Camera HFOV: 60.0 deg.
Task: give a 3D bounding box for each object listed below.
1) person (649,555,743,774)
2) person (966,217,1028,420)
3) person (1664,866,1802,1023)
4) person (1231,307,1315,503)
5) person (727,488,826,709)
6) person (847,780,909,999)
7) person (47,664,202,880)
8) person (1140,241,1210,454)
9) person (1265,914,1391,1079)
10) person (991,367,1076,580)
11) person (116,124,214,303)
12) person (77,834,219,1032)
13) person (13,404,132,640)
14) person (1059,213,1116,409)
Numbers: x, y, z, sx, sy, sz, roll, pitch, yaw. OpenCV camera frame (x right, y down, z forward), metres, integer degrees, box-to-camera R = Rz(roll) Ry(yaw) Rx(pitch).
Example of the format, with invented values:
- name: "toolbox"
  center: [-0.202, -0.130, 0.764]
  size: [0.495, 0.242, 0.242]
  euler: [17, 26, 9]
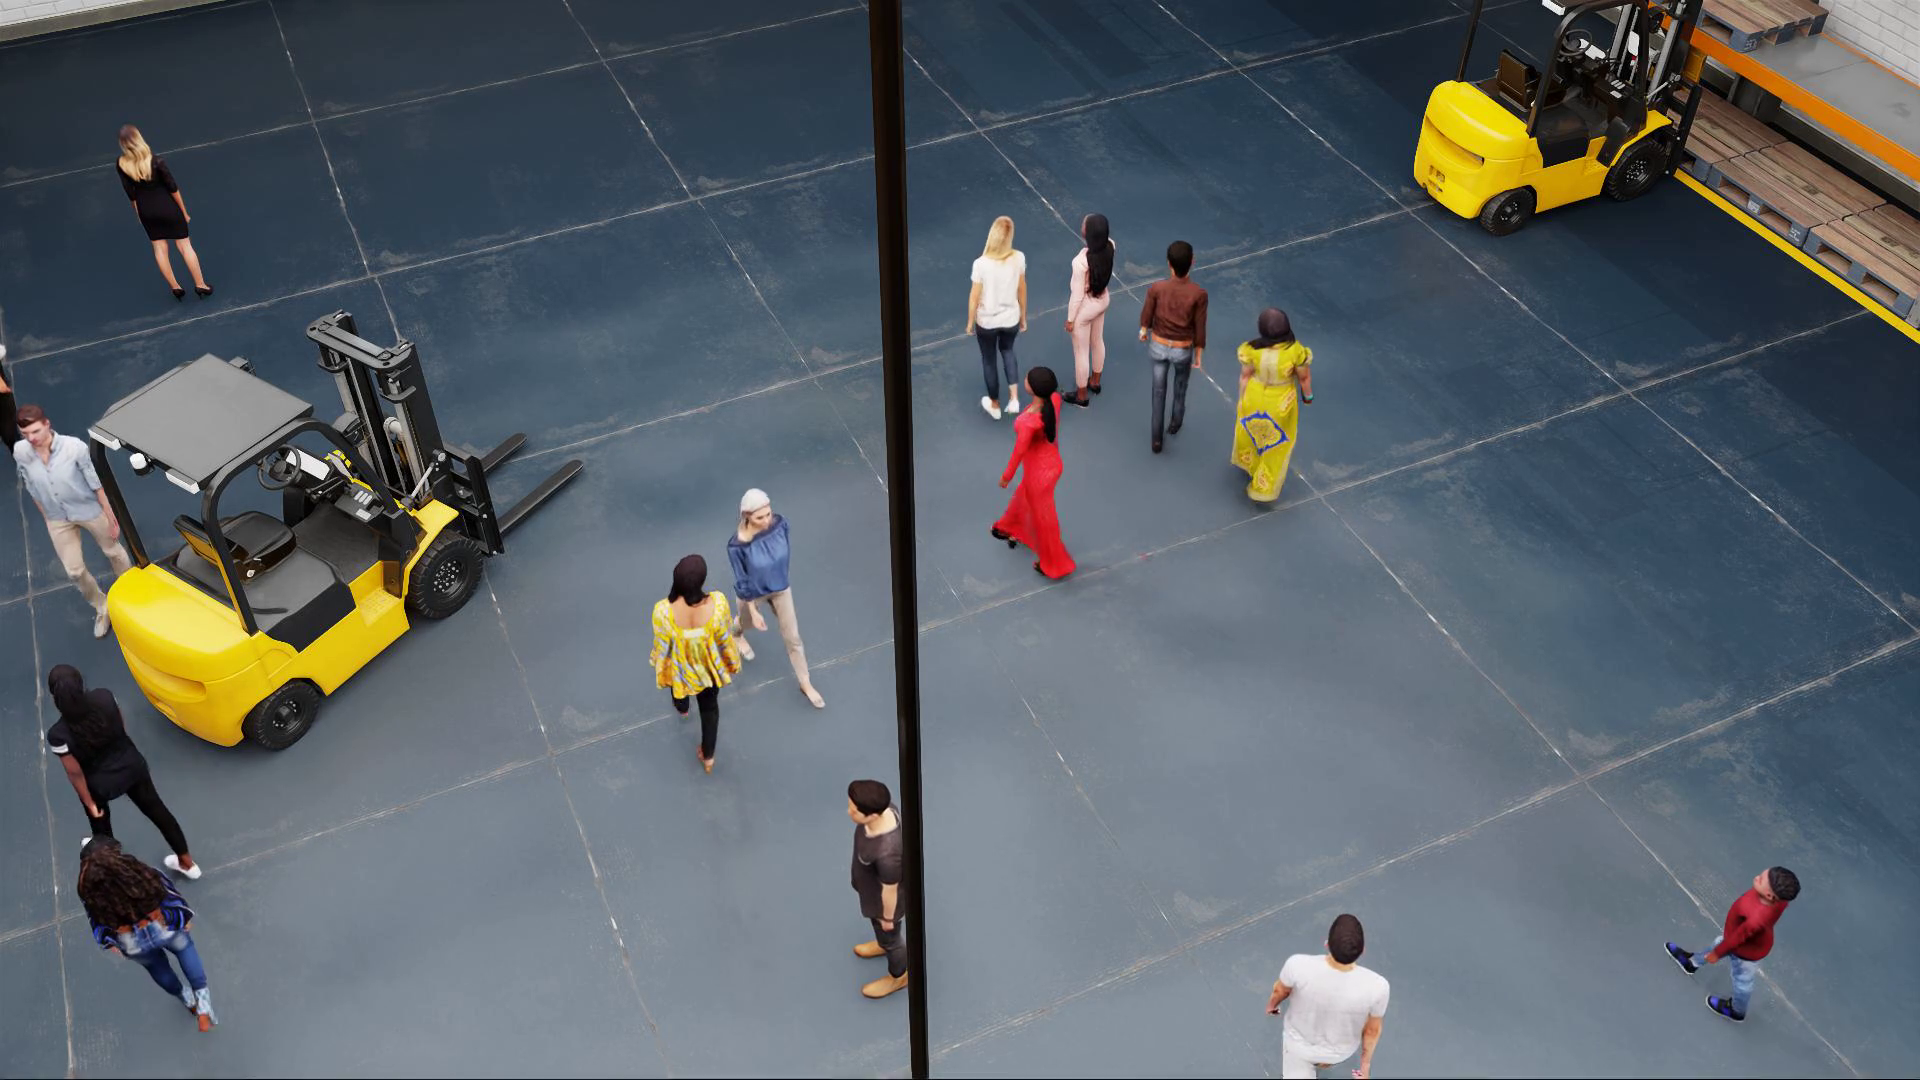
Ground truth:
- name: "person"
  center: [-1.620, 0.824, 10.265]
  size: [0.790, 1.619, 0.988]
  euler: [-13, 45, -14]
- name: "person"
  center: [0.324, -1.606, 12.690]
  size: [0.634, 1.792, 0.709]
  euler: [-14, 45, -14]
- name: "person"
  center: [4.358, 2.225, 9.073]
  size: [0.851, 1.234, 0.689]
  euler: [33, 53, 30]
- name: "person"
  center: [2.246, -0.960, 12.138]
  size: [0.988, 1.628, 1.050]
  euler: [17, 46, 17]
- name: "person"
  center: [-1.344, 0.305, 10.791]
  size: [0.774, 1.656, 1.182]
  euler: [-29, 51, -27]
- name: "person"
  center: [-0.415, 1.876, 9.092]
  size: [0.726, 1.713, 0.556]
  euler: [-8, 44, -8]
- name: "person"
  center: [-4.818, 1.393, 9.603]
  size: [1.099, 1.707, 0.969]
  euler: [21, 47, 21]
- name: "person"
  center: [1.578, -1.379, 12.479]
  size: [0.810, 1.754, 0.856]
  euler: [6, 44, 6]
- name: "person"
  center: [1.787, 2.571, 8.301]
  size: [1.172, 1.798, 1.294]
  euler: [10, 44, 10]
- name: "person"
  center: [0.624, -0.419, 11.476]
  size: [1.071, 1.758, 0.973]
  euler: [17, 46, 17]
- name: "person"
  center: [-6.712, -2.736, 13.959]
  size: [0.599, 1.677, 0.560]
  euler: [-4, 44, -5]
- name: "person"
  center: [-4.319, 2.146, 8.885]
  size: [0.690, 1.607, 0.788]
  euler: [-25, 49, -24]
- name: "person"
  center: [-5.932, -0.242, 11.227]
  size: [0.769, 1.834, 0.837]
  euler: [-7, 44, -8]
- name: "person"
  center: [1.008, -1.798, 12.945]
  size: [0.689, 1.719, 0.697]
  euler: [29, 51, 27]
